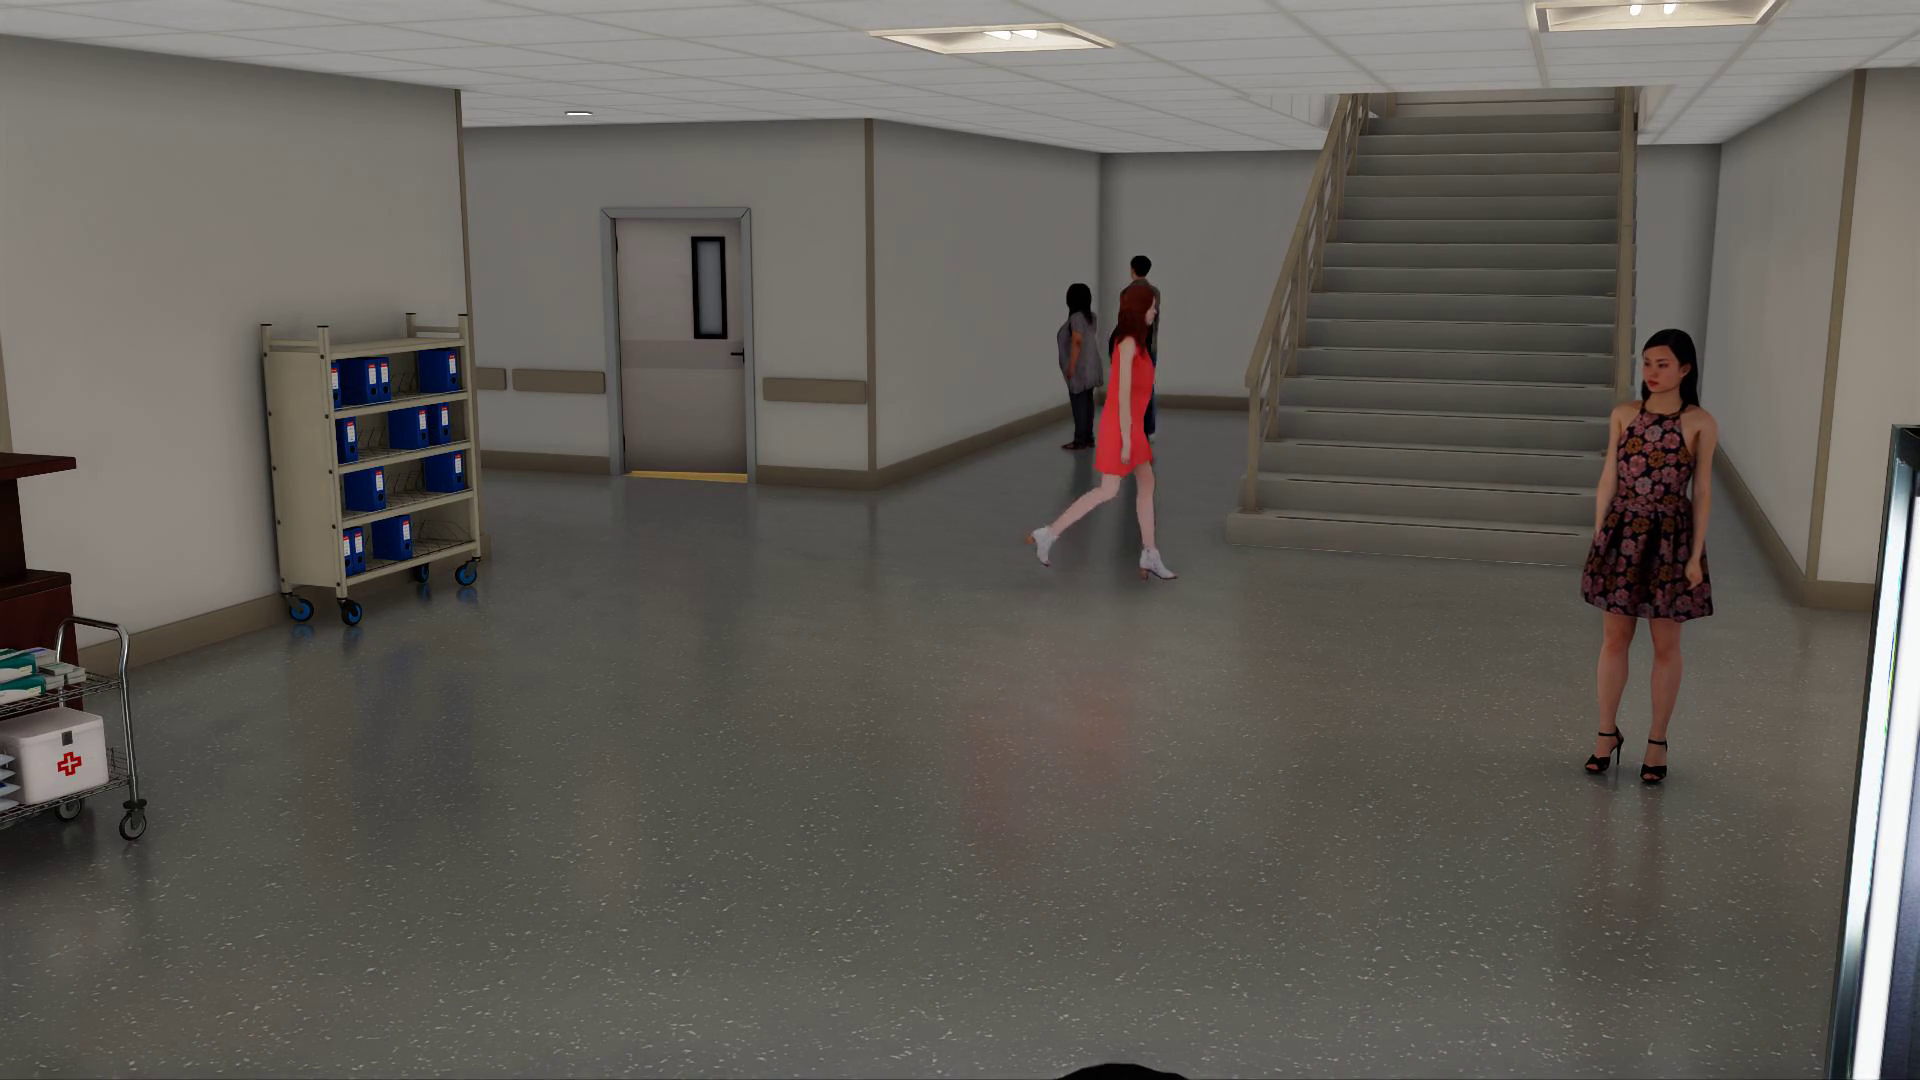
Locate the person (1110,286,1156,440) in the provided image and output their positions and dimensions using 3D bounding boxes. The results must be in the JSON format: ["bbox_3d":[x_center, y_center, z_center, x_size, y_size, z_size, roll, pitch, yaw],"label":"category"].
[{"bbox_3d":[1.616,-1.532,15.309,0.710,1.617,0.572,5,12,25],"label":"person"}]

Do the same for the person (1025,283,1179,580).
[{"bbox_3d":[0.869,-0.605,9.963,0.852,1.789,1.140,1,11,8],"label":"person"}]

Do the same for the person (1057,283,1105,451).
[{"bbox_3d":[1.186,-1.702,16.235,0.713,1.607,0.614,5,12,26],"label":"person"}]

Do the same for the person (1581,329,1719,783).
[{"bbox_3d":[2.684,0.064,6.476,0.757,1.775,0.780,9,14,39],"label":"person"}]

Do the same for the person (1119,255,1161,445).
[{"bbox_3d":[1.782,-1.879,16.473,0.718,1.864,0.849,-9,14,-38],"label":"person"}]
